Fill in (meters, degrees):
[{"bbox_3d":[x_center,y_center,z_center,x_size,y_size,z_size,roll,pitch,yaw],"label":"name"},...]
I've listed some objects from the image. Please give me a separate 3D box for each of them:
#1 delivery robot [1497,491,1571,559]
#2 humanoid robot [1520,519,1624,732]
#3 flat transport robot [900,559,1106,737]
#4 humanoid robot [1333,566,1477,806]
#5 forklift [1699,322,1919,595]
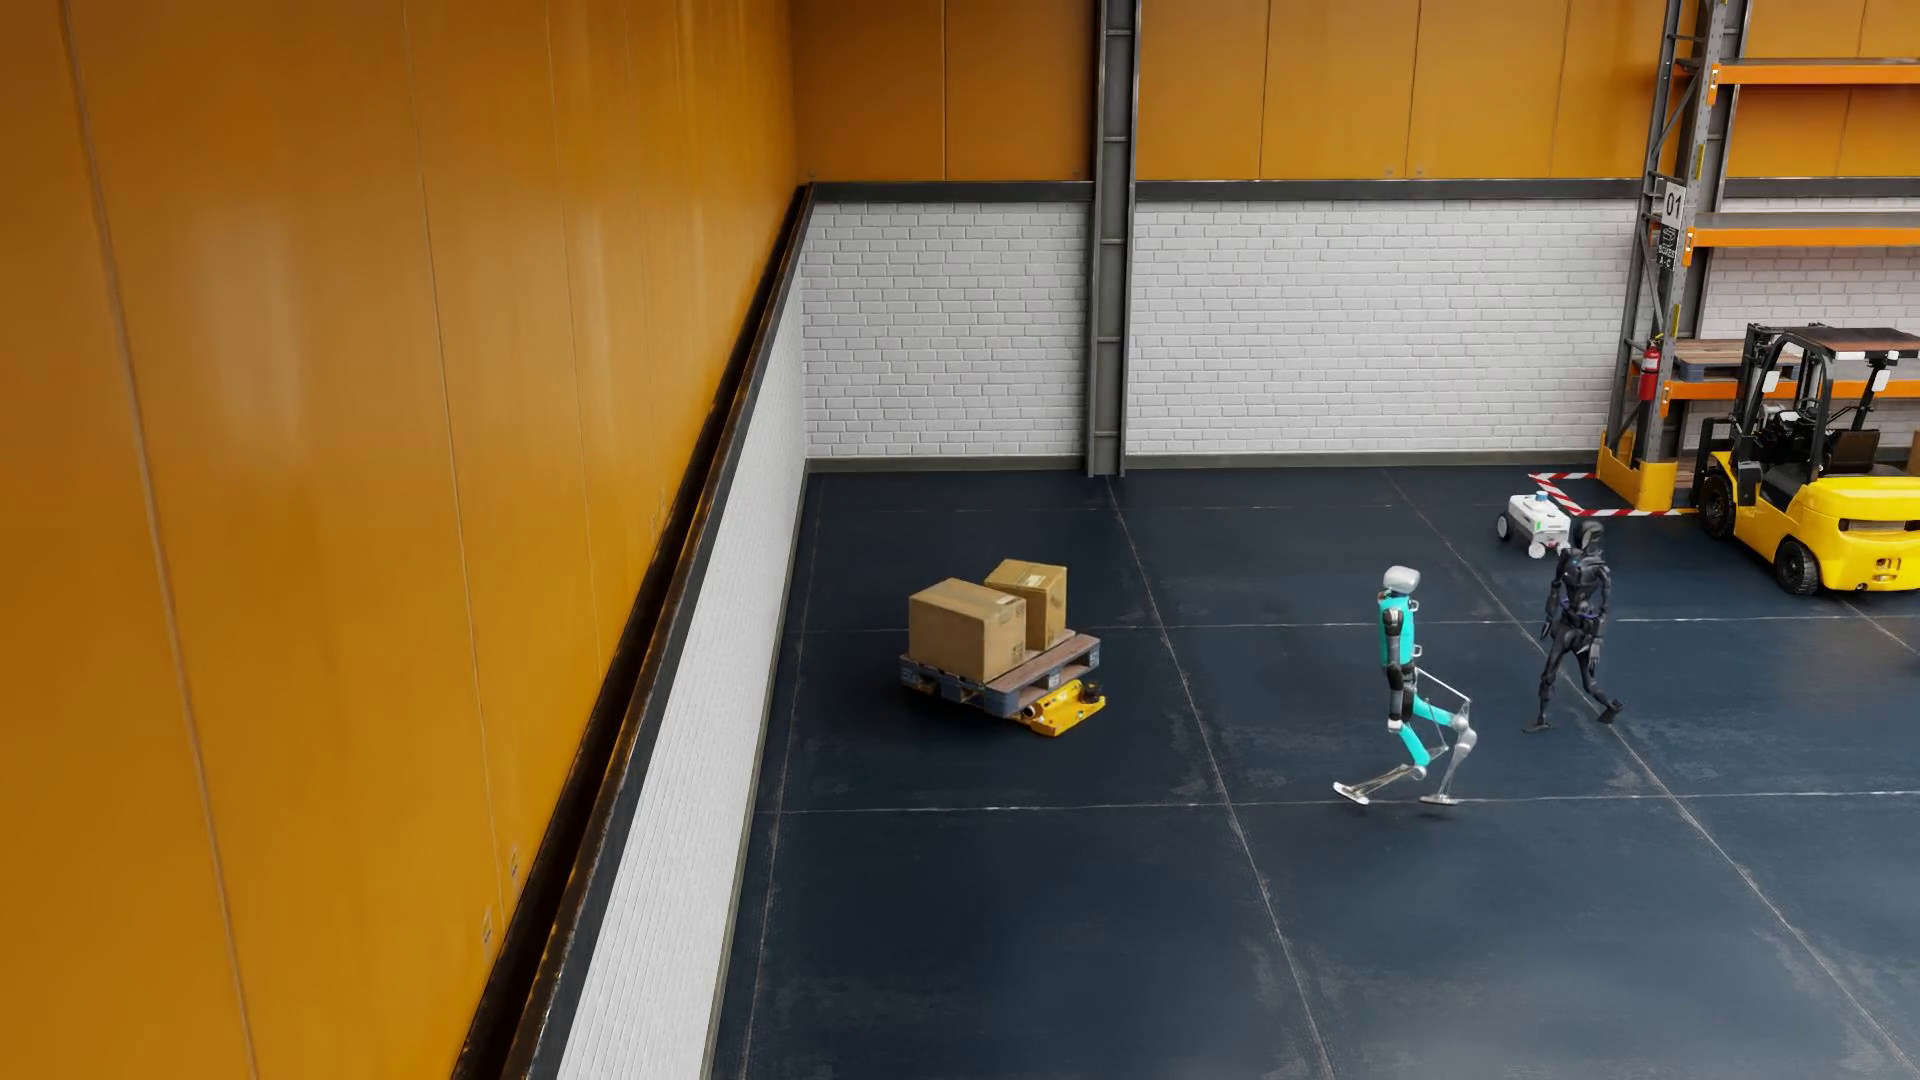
[{"bbox_3d":[5.426,-0.172,15.592,0.524,0.586,0.748,-2,20,-4],"label":"delivery robot"},{"bbox_3d":[4.485,0.612,11.926,0.752,1.639,0.591,-8,22,-21],"label":"humanoid robot"},{"bbox_3d":[0.322,1.104,12.559,1.431,0.231,0.659,15,25,36],"label":"flat transport robot"},{"bbox_3d":[2.981,1.022,10.680,1.027,1.727,0.546,6,21,17],"label":"humanoid robot"},{"bbox_3d":[7.809,-0.792,14.926,1.214,2.155,2.313,-1,20,-2],"label":"forklift"}]
